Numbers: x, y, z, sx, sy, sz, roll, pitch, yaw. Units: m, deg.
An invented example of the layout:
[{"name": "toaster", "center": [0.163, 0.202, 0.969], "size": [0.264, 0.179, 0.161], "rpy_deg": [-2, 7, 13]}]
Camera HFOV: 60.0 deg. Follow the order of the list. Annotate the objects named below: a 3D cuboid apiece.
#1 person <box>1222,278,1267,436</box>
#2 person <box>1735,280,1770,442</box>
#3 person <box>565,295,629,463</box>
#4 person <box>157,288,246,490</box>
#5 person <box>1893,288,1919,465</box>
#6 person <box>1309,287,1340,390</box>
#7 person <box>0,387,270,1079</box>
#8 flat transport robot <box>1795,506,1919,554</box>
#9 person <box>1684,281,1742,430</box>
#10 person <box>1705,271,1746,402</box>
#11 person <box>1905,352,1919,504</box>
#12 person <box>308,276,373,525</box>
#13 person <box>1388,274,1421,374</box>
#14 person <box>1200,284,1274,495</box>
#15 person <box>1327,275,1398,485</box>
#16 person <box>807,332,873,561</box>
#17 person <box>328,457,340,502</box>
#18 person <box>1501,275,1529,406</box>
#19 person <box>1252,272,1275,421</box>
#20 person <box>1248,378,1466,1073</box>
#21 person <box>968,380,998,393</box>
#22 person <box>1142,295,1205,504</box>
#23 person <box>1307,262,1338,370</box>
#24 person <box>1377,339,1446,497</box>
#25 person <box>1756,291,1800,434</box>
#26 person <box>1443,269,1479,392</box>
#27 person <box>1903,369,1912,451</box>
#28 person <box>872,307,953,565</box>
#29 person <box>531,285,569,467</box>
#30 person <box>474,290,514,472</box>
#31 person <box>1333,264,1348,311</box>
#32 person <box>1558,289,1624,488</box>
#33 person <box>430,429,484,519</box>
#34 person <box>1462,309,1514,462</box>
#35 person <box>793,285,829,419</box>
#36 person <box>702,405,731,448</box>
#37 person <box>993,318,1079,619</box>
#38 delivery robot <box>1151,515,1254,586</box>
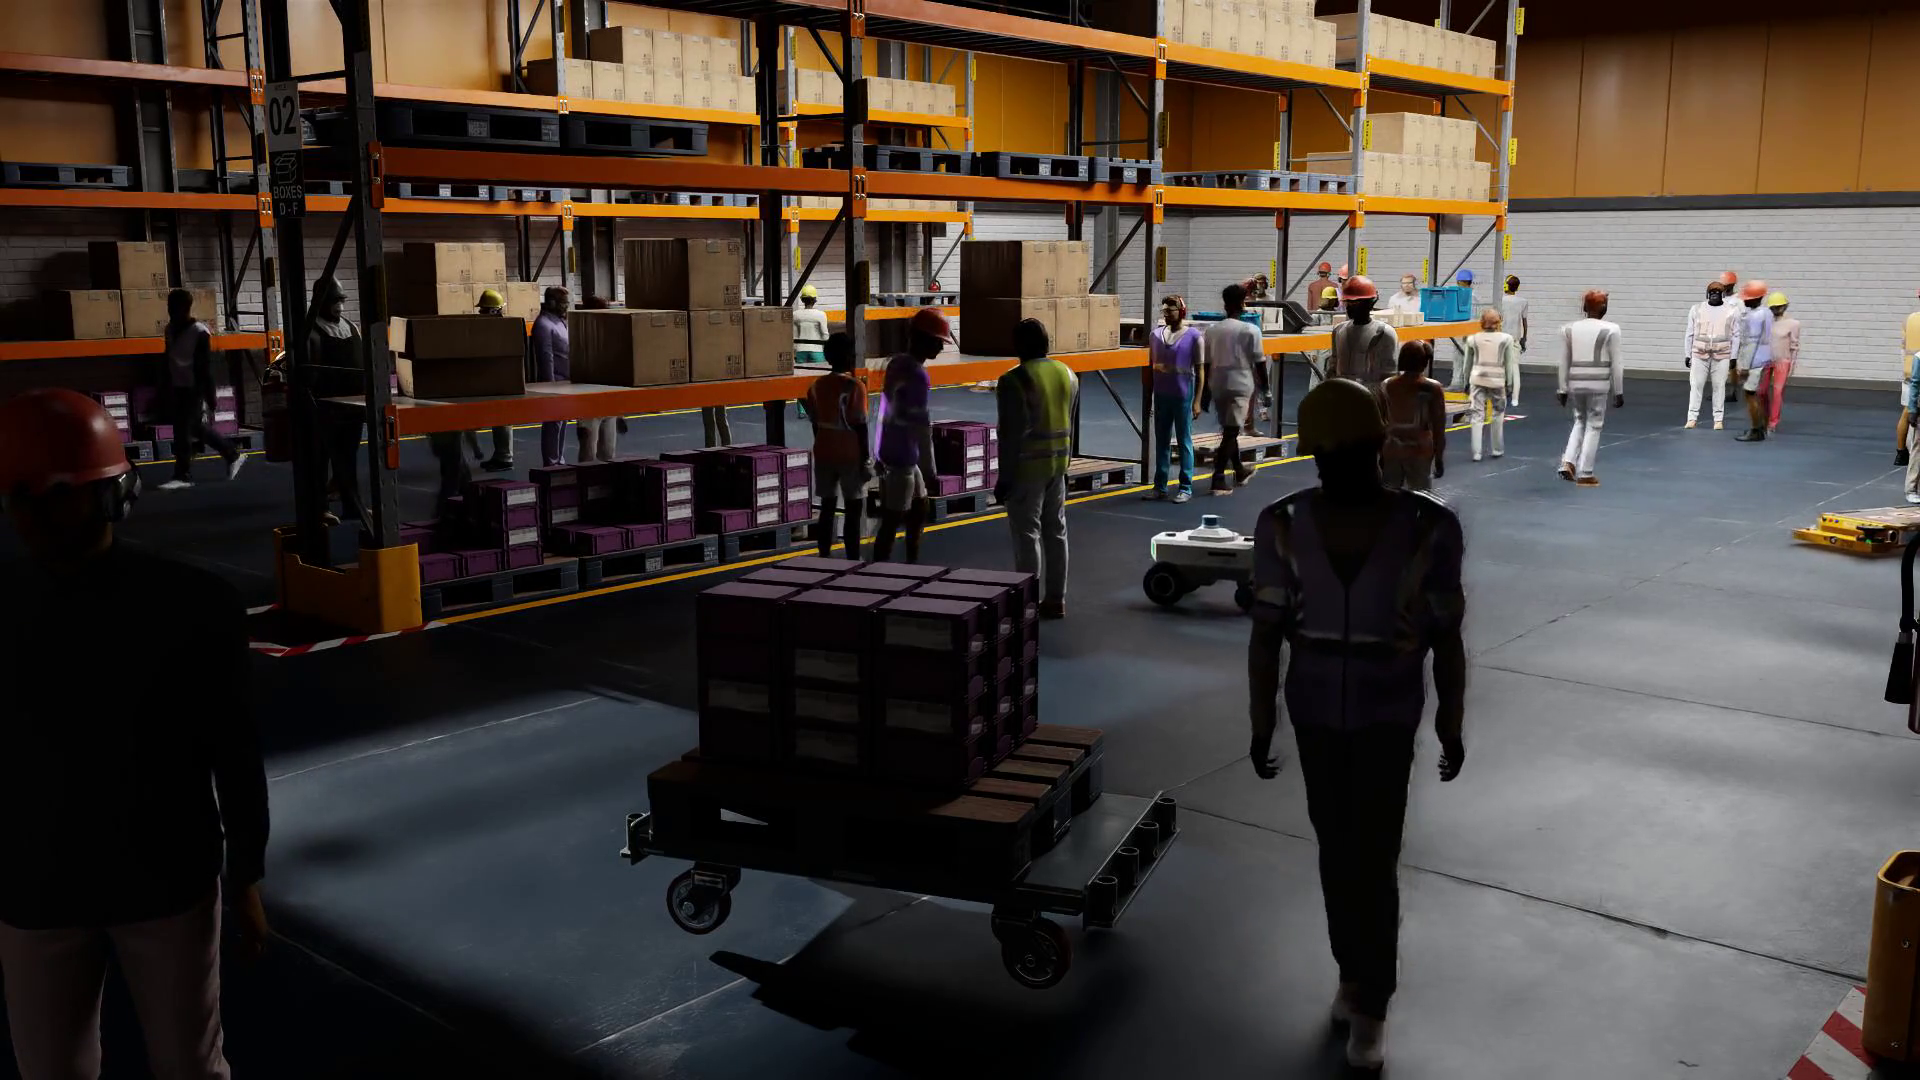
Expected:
[{"name": "person", "center": [3.447, -2.191, 19.999], "size": [0.398, 1.899, 0.635], "rpy_deg": [-9, 13, -41]}, {"name": "person", "center": [9.244, -2.082, 19.405], "size": [0.370, 1.897, 0.676], "rpy_deg": [6, 12, 31]}, {"name": "person", "center": [-2.879, -0.996, 13.241], "size": [0.338, 1.880, 0.619], "rpy_deg": [5, 11, 26]}, {"name": "person", "center": [-7.269, -1.453, 15.835], "size": [0.592, 1.886, 0.904], "rpy_deg": [7, 12, 36]}, {"name": "person", "center": [9.900, -1.701, 17.085], "size": [0.357, 1.938, 0.542], "rpy_deg": [-1, 10, -6]}, {"name": "person", "center": [4.908, -2.509, 22.237], "size": [0.492, 1.742, 0.324], "rpy_deg": [-6, 11, -29]}, {"name": "person", "center": [-1.704, 0.690, 3.308], "size": [0.623, 1.992, 0.396], "rpy_deg": [-2, 10, -12]}, {"name": "flat transport robot", "center": [7.150, -0.092, 12.665], "size": [1.431, 0.197, 0.652], "rpy_deg": [-4, 11, -24]}, {"name": "person", "center": [9.374, -2.298, 20.761], "size": [0.631, 1.843, 0.429], "rpy_deg": [5, 11, 26]}, {"name": "person", "center": [11.235, -2.965, 24.387], "size": [0.507, 1.912, 0.612], "rpy_deg": [-5, 11, -25]}, {"name": "person", "center": [8.626, -1.124, 14.684], "size": [0.509, 1.629, 0.314], "rpy_deg": [0, 10, 2]}, {"name": "person", "center": [-5.113, -1.154, 13.680], "size": [0.536, 2.000, 0.676], "rpy_deg": [5, 11, 27]}, {"name": "person", "center": [6.631, -2.996, 24.646], "size": [0.674, 1.869, 0.811], "rpy_deg": [5, 11, 27]}, {"name": "person", "center": [2.571, -1.393, 15.393], "size": [0.615, 1.916, 0.965], "rpy_deg": [10, 14, 44]}, {"name": "person", "center": [3.114, -1.047, 13.063], "size": [0.393, 2.041, 0.614], "rpy_deg": [-8, 13, -39]}, {"name": "person", "center": [-0.804, -0.557, 11.258], "size": [0.537, 1.697, 0.318], "rpy_deg": [9, 13, 41]}, {"name": "person", "center": [-5.651, -1.191, 14.879], "size": [0.320, 1.693, 0.531], "rpy_deg": [-5, 11, -29]}, {"name": "person", "center": [7.839, -2.844, 23.772], "size": [0.531, 1.876, 0.317], "rpy_deg": [0, 10, 1]}, {"name": "person", "center": [3.882, -2.518, 21.733], "size": [0.627, 1.940, 0.375], "rpy_deg": [1, 10, 8]}, {"name": "person", "center": [1.078, 0.503, 4.646], "size": [0.610, 1.889, 0.747], "rpy_deg": [4, 11, 24]}, {"name": "person", "center": [0.466, -3.262, 26.115], "size": [0.788, 1.901, 0.383], "rpy_deg": [-7, 12, -34]}, {"name": "person", "center": [1.905, -1.250, 14.775], "size": [0.570, 1.844, 0.377], "rpy_deg": [8, 13, 39]}, {"name": "person", "center": [6.711, -4.124, 30.712], "size": [0.612, 1.997, 0.375], "rpy_deg": [7, 12, 34]}, {"name": "person", "center": [3.093, -0.559, 11.444], "size": [0.311, 1.637, 0.523], "rpy_deg": [-9, 13, -40]}, {"name": "person", "center": [10.006, -2.180, 20.417], "size": [0.522, 1.746, 0.698], "rpy_deg": [7, 12, 36]}, {"name": "person", "center": [7.958, -3.255, 25.948], "size": [0.683, 1.929, 0.614], "rpy_deg": [1, 10, 4]}, {"name": "person", "center": [10.613, -1.760, 18.371], "size": [0.398, 1.608, 0.532], "rpy_deg": [-3, 10, -15]}, {"name": "person", "center": [-0.285, -0.522, 10.522], "size": [0.732, 1.885, 0.581], "rpy_deg": [-3, 10, -14]}, {"name": "person", "center": [-3.808, -1.450, 15.761], "size": [0.409, 1.904, 0.640], "rpy_deg": [0, 10, -1]}, {"name": "person", "center": [-4.726, -1.614, 16.889], "size": [0.404, 1.833, 0.590], "rpy_deg": [-4, 11, -24]}, {"name": "person", "center": [5.418, -2.859, 23.417], "size": [0.613, 2.029, 0.403], "rpy_deg": [-2, 10, -12]}, {"name": "person", "center": [5.968, -1.423, 15.721], "size": [0.422, 1.868, 0.584], "rpy_deg": [-7, 12, -36]}, {"name": "person", "center": [-3.696, -0.715, 12.391], "size": [0.574, 1.618, 0.512], "rpy_deg": [-6, 12, -31]}, {"name": "person", "center": [5.639, -1.649, 17.730], "size": [0.542, 1.607, 0.771], "rpy_deg": [5, 11, 25]}, {"name": "person", "center": [-1.975, -2.474, 21.967], "size": [0.525, 1.772, 0.307], "rpy_deg": [3, 10, 16]}, {"name": "person", "center": [-2.436, -1.528, 16.293], "size": [0.509, 1.872, 0.328], "rpy_deg": [9, 14, 43]}, {"name": "person", "center": [0.430, -0.405, 9.990], "size": [0.624, 1.841, 0.430], "rpy_deg": [-10, 14, -44]}, {"name": "delivery robot", "center": [1.589, 0.085, 10.570], "size": [0.707, 0.478, 0.477], "rpy_deg": [5, 10, 24]}]
